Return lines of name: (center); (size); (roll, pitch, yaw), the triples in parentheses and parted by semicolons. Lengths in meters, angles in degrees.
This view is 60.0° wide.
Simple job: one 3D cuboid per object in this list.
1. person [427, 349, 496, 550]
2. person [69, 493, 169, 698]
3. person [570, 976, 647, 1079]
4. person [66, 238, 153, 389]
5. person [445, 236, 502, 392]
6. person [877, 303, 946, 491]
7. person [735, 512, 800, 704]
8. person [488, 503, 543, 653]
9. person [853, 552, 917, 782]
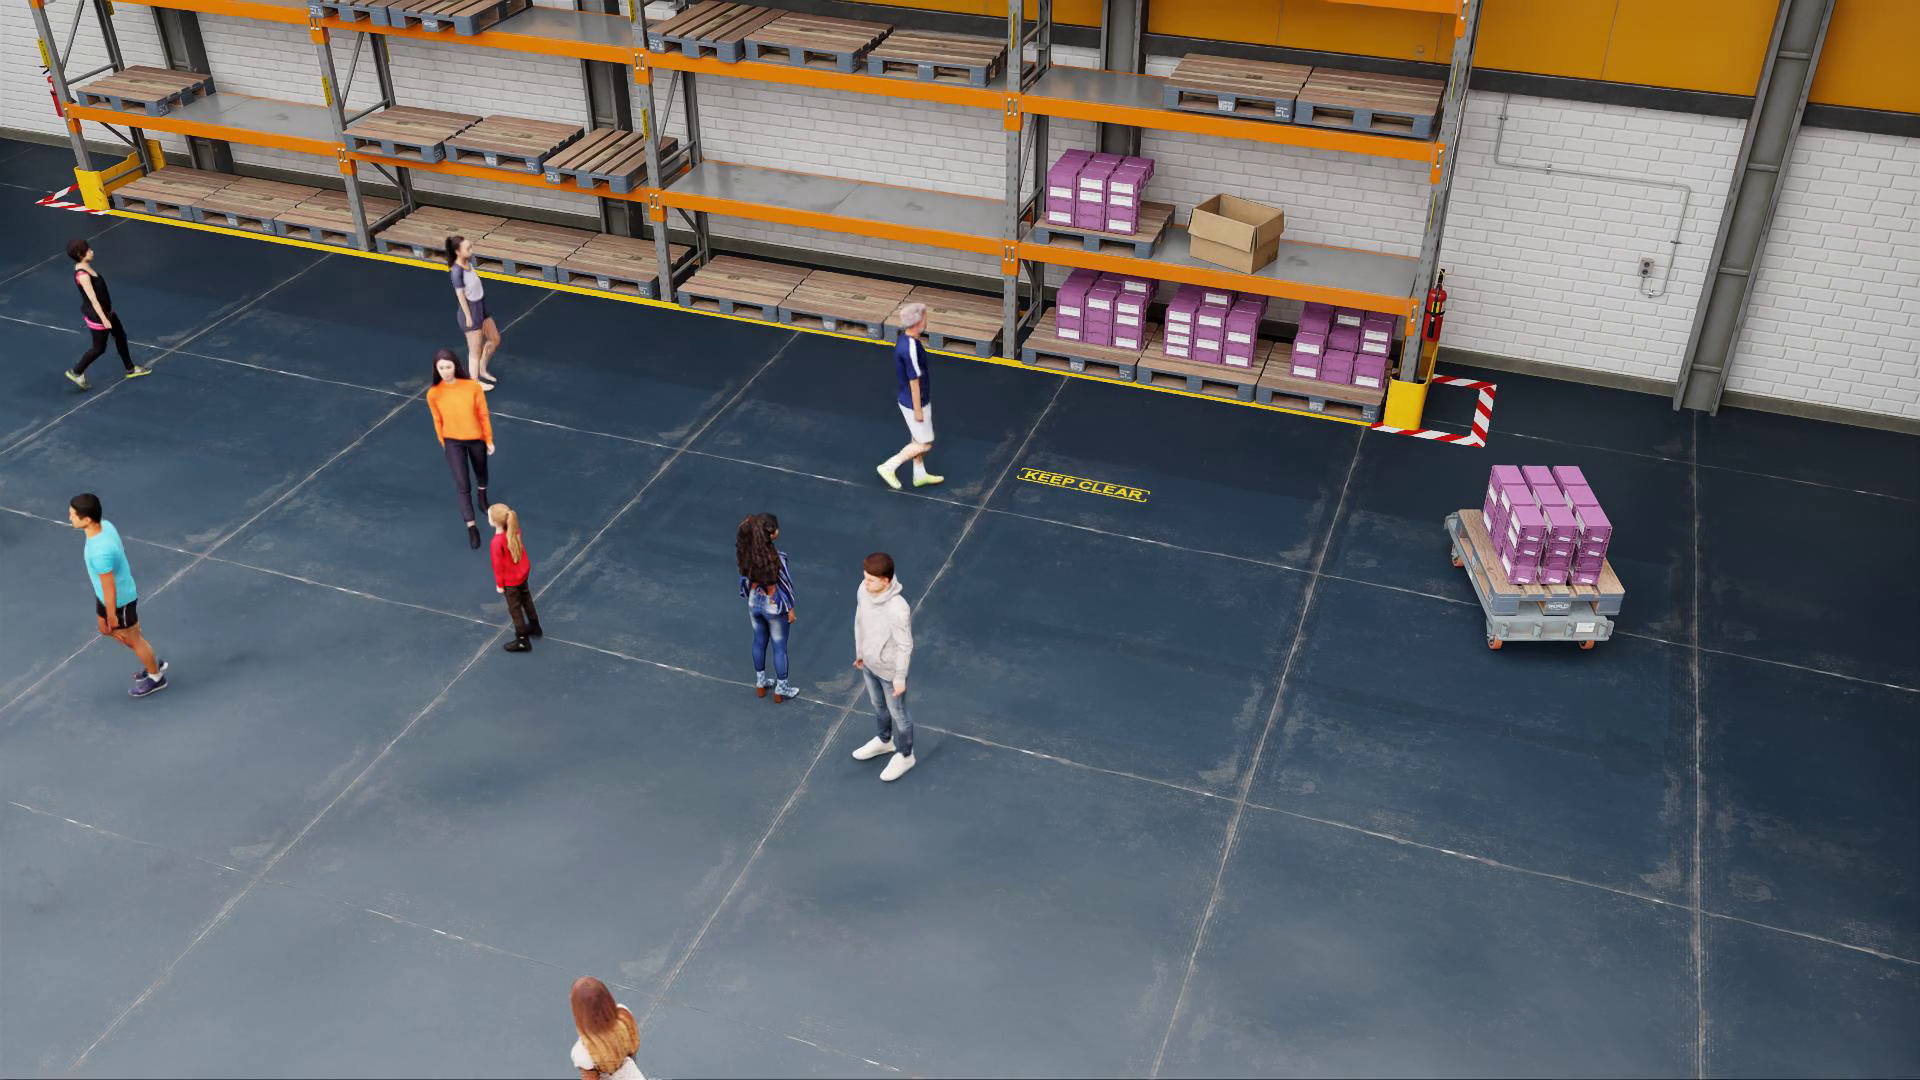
person: (-4.213, -0.870, 14.201); (1.109, 1.711, 1.099); (-9, 35, -14)
person: (-6.111, 0.391, 12.254); (0.816, 1.766, 0.747); (-16, 37, -23)
person: (-1.693, 2.919, 8.552); (1.192, 1.654, 0.747); (19, 38, 27)
person: (-8.568, -2.208, 16.378); (1.013, 1.528, 0.926); (-13, 36, -19)
person: (-4.855, -2.213, 16.289); (0.651, 1.636, 0.663); (2, 34, 4)
person: (-0.469, -1.231, 14.638); (0.982, 1.828, 0.863); (-4, 34, -6)
person: (-1.409, 0.485, 12.246); (0.564, 1.619, 0.725); (20, 39, 27)
person: (-3.460, 0.273, 12.870); (0.502, 1.280, 0.502); (7, 34, 11)
person: (-0.502, 0.845, 11.494); (0.821, 1.851, 0.693); (-25, 41, -33)
